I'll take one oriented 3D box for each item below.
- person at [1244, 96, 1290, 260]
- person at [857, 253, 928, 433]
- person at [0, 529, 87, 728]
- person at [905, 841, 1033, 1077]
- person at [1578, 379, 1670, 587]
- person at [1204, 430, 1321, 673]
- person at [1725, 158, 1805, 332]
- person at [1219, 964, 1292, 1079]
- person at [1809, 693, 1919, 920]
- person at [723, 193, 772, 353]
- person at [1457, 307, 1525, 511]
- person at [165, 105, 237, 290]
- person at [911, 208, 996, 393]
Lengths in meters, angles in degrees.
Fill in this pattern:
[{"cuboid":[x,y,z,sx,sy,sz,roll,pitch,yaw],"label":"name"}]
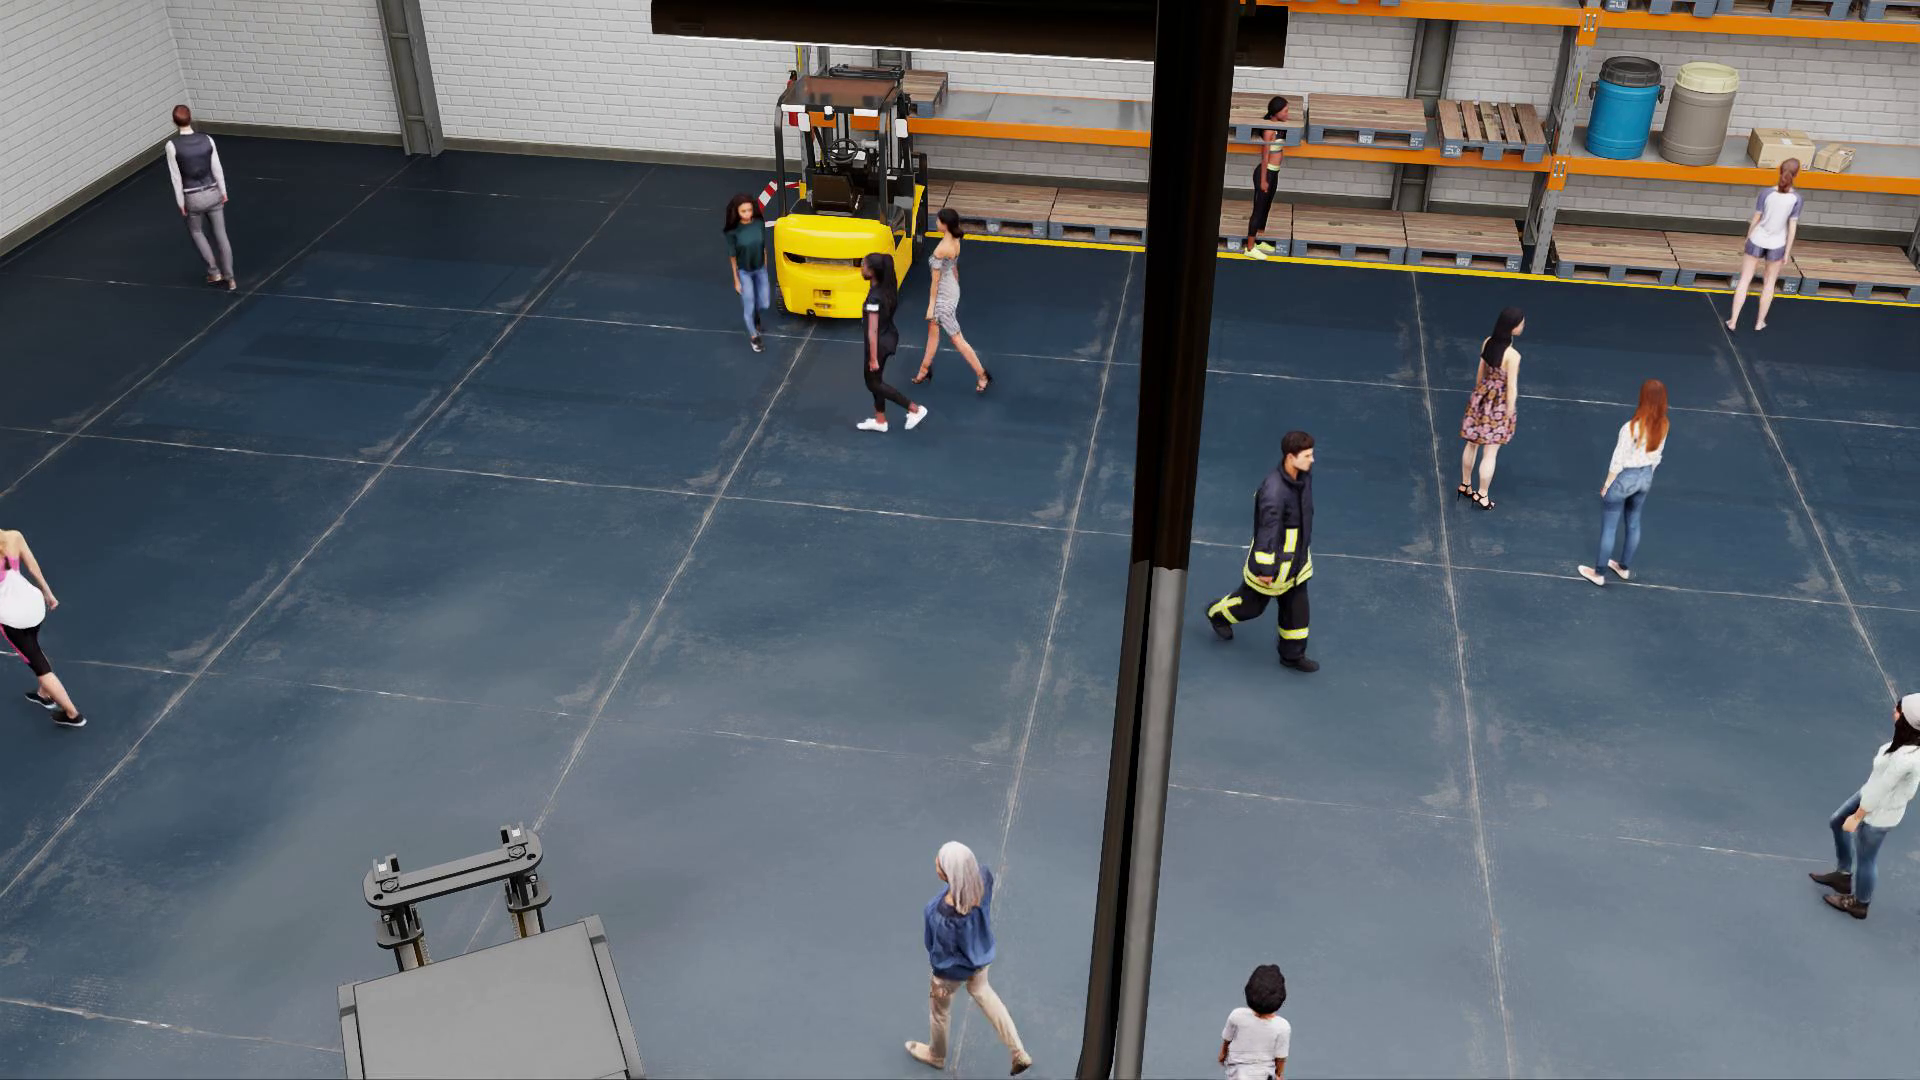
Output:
[{"cuboid":[3.258,-3.876,17.739,0.619,1.754,0.622,18,38,25],"label":"person"},{"cuboid":[-0.623,-1.665,14.450,0.862,1.713,0.626,9,35,13],"label":"person"},{"cuboid":[-6.193,0.535,11.093,0.855,1.765,0.724,11,35,16],"label":"person"},{"cuboid":[0.066,2.211,8.646,1.067,1.683,0.906,24,40,31],"label":"person"},{"cuboid":[5.087,-0.441,12.594,0.602,1.729,0.712,-11,35,-17],"label":"person"},{"cuboid":[2.167,0.058,11.690,1.319,1.898,1.158,26,42,34],"label":"person"},{"cuboid":[7.864,-2.873,16.218,0.613,1.767,0.703,14,36,21],"label":"person"},{"cuboid":[1.465,2.665,8.359,0.786,1.243,0.572,8,34,11],"label":"person"},{"cuboid":[5.413,1.583,9.632,0.715,1.637,0.678,21,39,29],"label":"person"},{"cuboid":[-2.053,-2.592,15.945,0.767,1.601,0.820,-18,38,-25],"label":"person"},{"cuboid":[4.313,-1.064,13.490,0.845,1.775,0.801,-14,36,-20],"label":"person"},{"cuboid":[-7.702,-3.459,16.959,0.804,1.924,0.856,-23,40,-31],"label":"person"},{"cuboid":[-0.033,-2.112,15.061,1.069,1.781,0.685,10,35,14],"label":"person"}]
